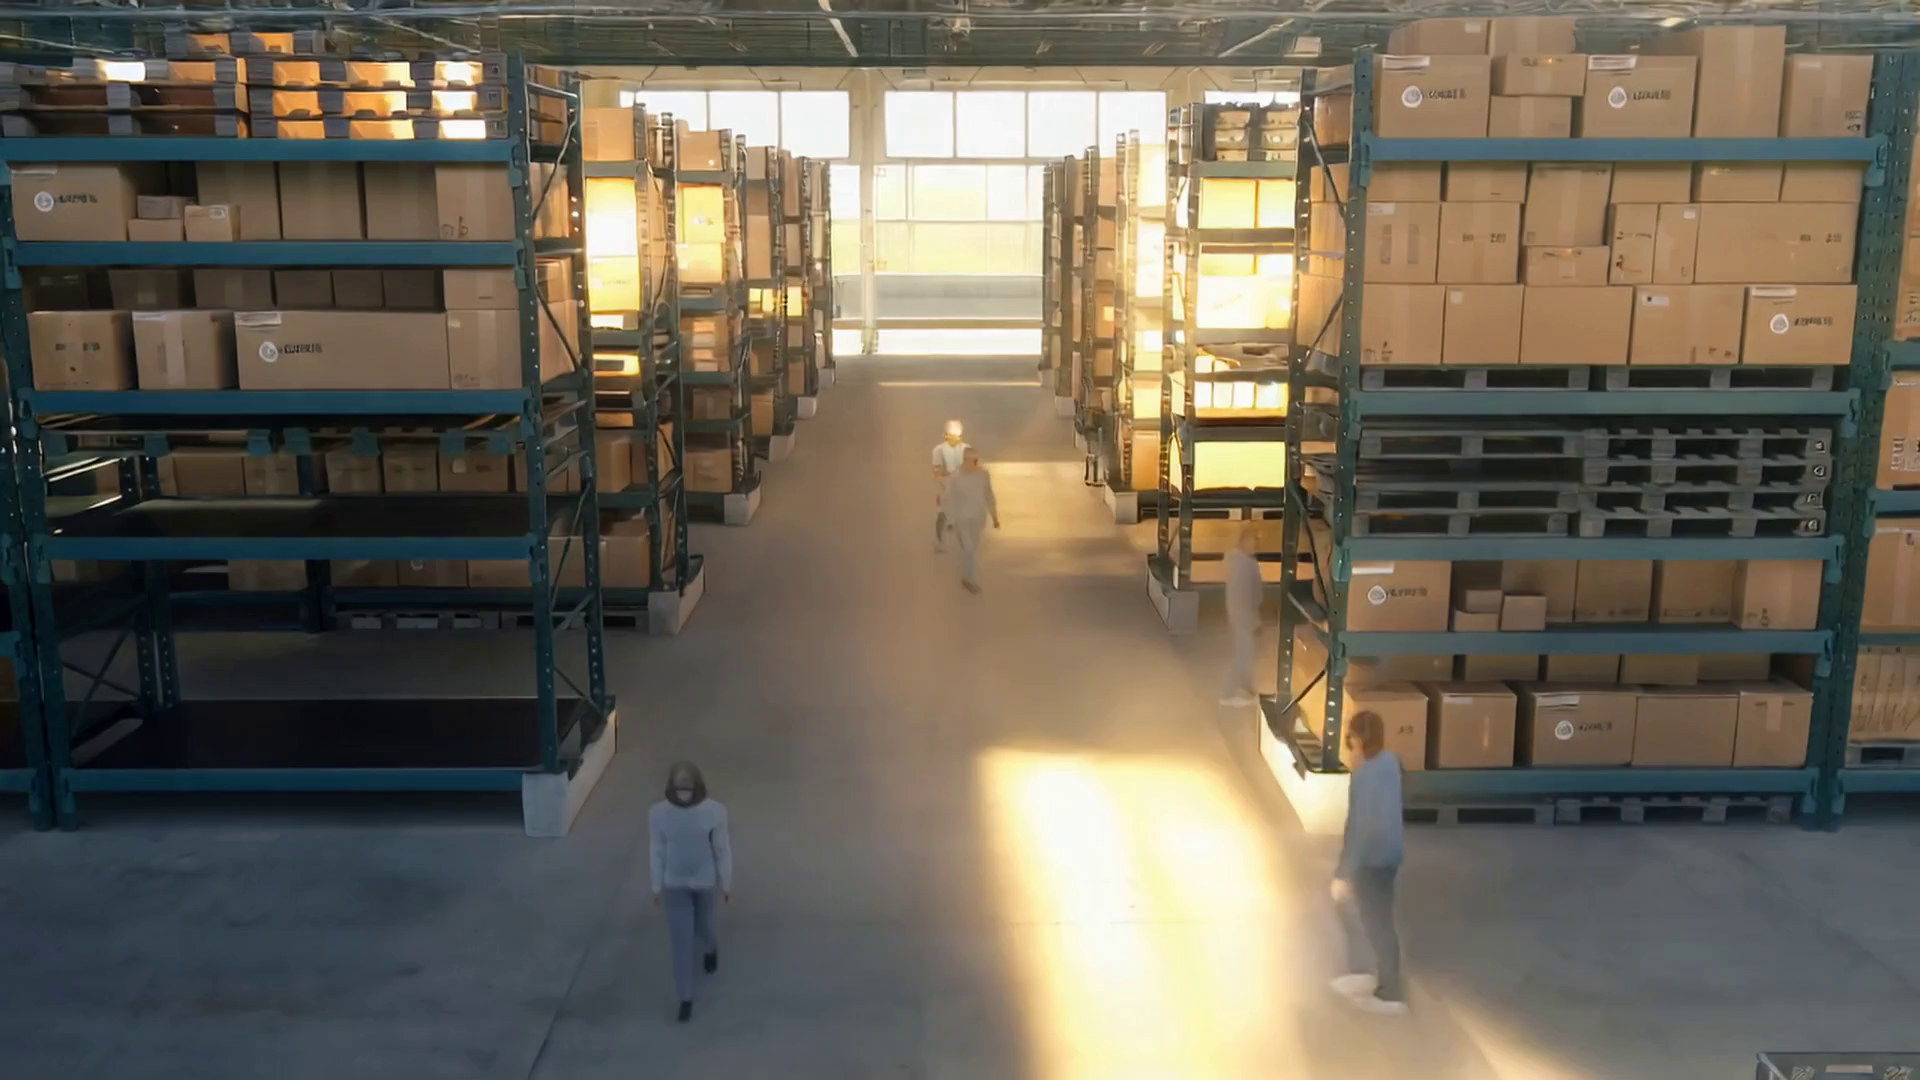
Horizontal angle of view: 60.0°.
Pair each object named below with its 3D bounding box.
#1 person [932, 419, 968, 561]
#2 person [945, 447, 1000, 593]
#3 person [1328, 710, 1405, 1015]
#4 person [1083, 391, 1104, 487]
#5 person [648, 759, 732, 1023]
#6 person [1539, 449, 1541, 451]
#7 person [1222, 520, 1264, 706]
[{"bbox_3d":[-0.122,-0.722,23.527,0.605,1.993,1.076,-4,12,-20],"label":"person"},{"bbox_3d":[0.203,-0.266,21.545,0.646,1.871,0.867,-7,13,-32],"label":"person"},{"bbox_3d":[2.491,1.981,10.270,0.634,1.916,0.645,4,12,21],"label":"person"},{"bbox_3d":[2.379,-1.795,29.564,0.320,1.690,0.537,-6,13,-28],"label":"person"},{"bbox_3d":[-1.672,2.117,10.367,0.503,1.615,0.640,0,11,-2],"label":"person"},{"bbox_3d":[8.415,-0.867,24.739,0.923,1.785,0.596,2,12,8],"label":"person"},{"bbox_3d":[2.899,0.732,16.532,0.620,1.887,0.686,0,11,-1],"label":"person"}]
